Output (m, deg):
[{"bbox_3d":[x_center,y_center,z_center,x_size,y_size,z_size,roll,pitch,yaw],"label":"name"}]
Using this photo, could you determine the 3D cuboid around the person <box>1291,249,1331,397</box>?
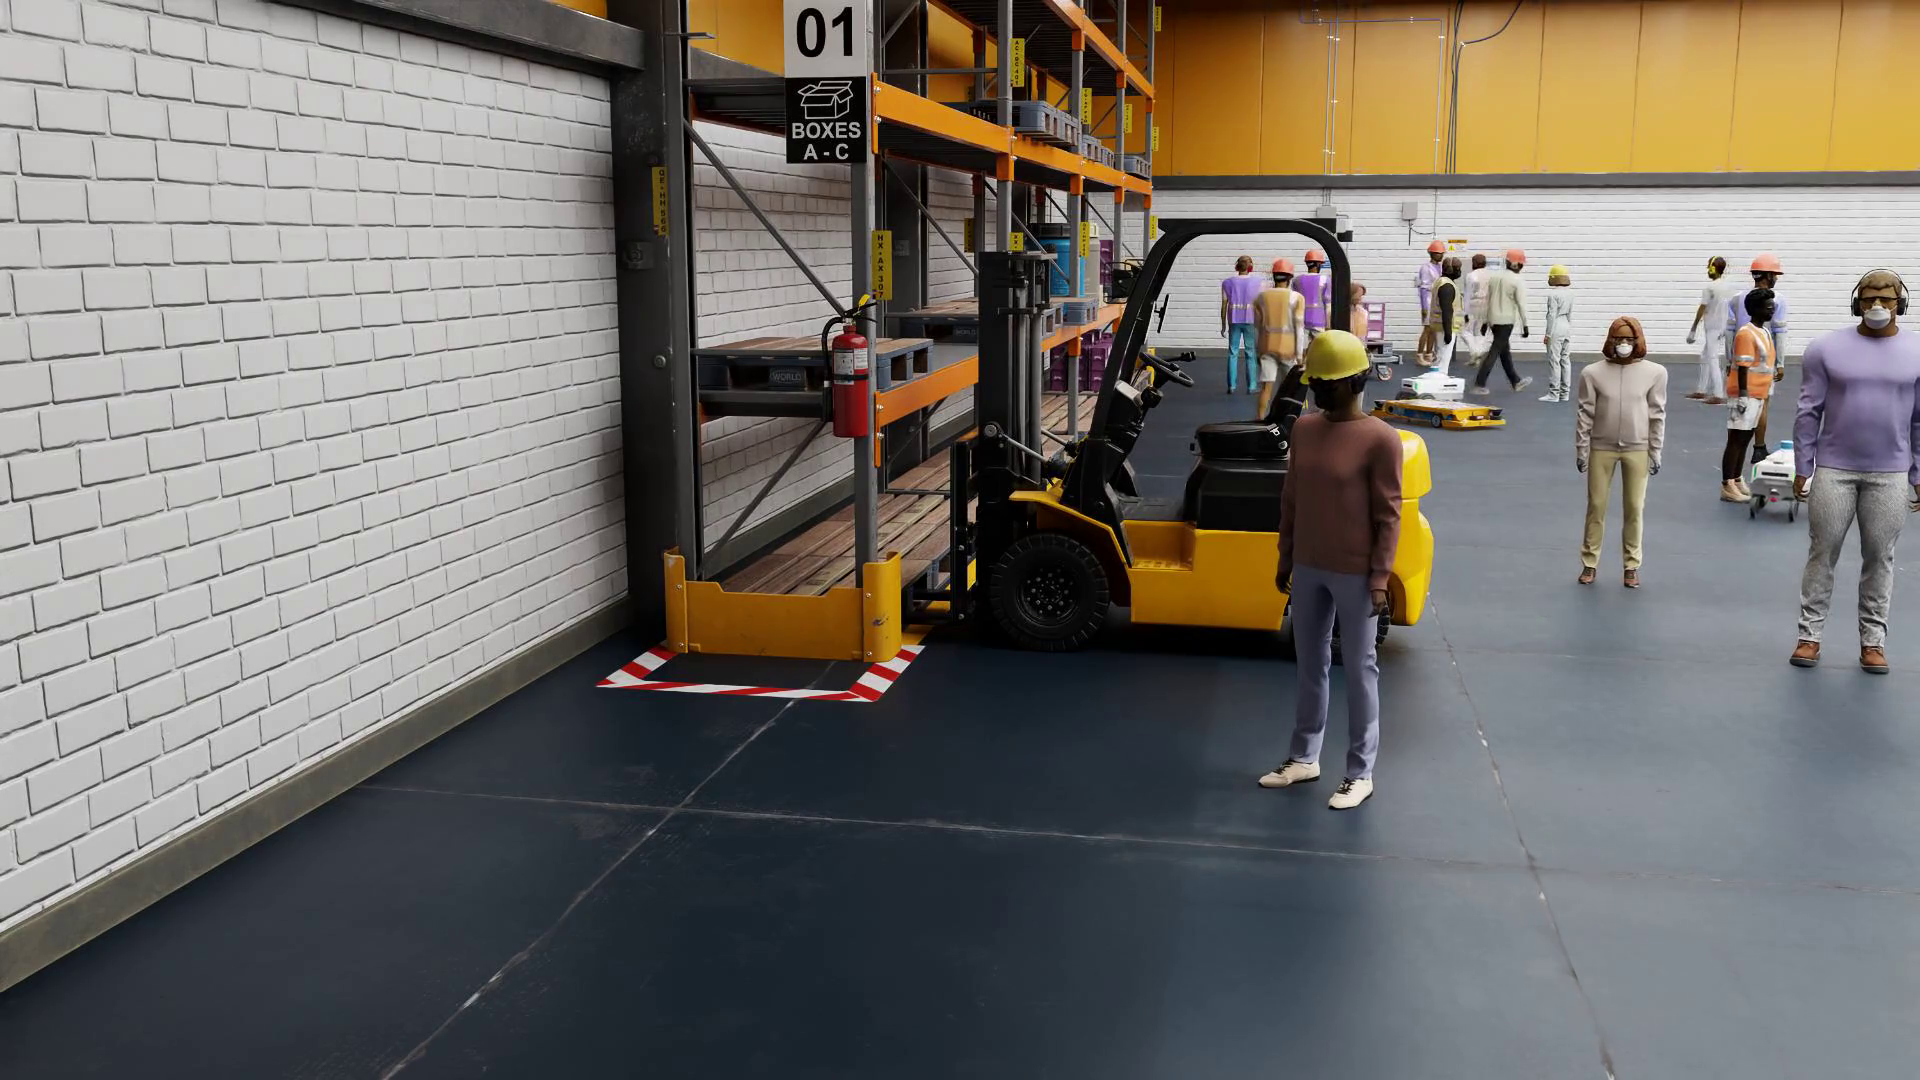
[{"bbox_3d":[4.602,-2.835,21.786,0.543,1.932,0.376,5,12,26],"label":"person"}]

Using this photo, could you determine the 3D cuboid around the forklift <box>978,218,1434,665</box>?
[{"bbox_3d":[1.285,-0.567,8.635,2.313,2.155,1.214,2,11,11],"label":"forklift"}]

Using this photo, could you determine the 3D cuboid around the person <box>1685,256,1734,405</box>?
[{"bbox_3d":[9.359,-2.625,20.900,0.516,1.845,0.775,-7,12,-33],"label":"person"}]

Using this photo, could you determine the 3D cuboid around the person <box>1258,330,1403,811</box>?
[{"bbox_3d":[1.369,0.109,6.126,0.327,1.760,0.524,-8,13,-37],"label":"person"}]

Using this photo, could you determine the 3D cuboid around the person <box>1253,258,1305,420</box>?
[{"bbox_3d":[3.251,-1.944,17.070,0.544,1.885,1.011,5,11,23],"label":"person"}]

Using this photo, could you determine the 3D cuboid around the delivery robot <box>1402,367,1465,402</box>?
[{"bbox_3d":[5.598,-1.807,19.669,0.707,0.478,0.477,-3,11,-17],"label":"delivery robot"}]

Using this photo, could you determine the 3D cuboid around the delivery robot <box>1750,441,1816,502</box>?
[{"bbox_3d":[6.219,-0.503,12.522,0.477,0.478,0.707,8,13,38],"label":"delivery robot"}]

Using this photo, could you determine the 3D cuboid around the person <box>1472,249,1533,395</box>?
[{"bbox_3d":[7.264,-2.886,22.070,1.047,1.922,0.637,-4,11,-23],"label":"person"}]

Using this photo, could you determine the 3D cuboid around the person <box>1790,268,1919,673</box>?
[{"bbox_3d":[4.354,-0.328,8.027,0.631,1.940,0.372,5,11,25],"label":"person"}]

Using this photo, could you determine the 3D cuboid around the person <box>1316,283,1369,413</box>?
[{"bbox_3d":[4.084,-1.925,17.661,0.527,1.612,0.718,-4,11,-22],"label":"person"}]

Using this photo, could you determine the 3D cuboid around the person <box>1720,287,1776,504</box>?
[{"bbox_3d":[6.247,-1.143,13.155,0.320,1.695,0.538,9,13,39],"label":"person"}]

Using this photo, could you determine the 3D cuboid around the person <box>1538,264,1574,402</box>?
[{"bbox_3d":[7.611,-2.637,21.223,0.492,1.740,0.325,-8,13,-37],"label":"person"}]

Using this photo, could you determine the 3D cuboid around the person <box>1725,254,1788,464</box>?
[{"bbox_3d":[7.379,-1.674,15.413,0.370,1.933,0.550,-8,13,-37],"label":"person"}]

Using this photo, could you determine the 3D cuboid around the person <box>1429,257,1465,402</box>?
[{"bbox_3d":[6.124,-2.632,20.928,0.429,1.839,0.634,2,10,9],"label":"person"}]

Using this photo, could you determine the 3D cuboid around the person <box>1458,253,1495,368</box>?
[{"bbox_3d":[8.249,-3.654,26.580,0.628,1.828,0.442,-4,11,-23],"label":"person"}]

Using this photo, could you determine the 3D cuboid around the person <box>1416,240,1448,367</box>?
[{"bbox_3d":[7.639,-3.804,26.836,0.415,2.033,0.609,10,14,44],"label":"person"}]

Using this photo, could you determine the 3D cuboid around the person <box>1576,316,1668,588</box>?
[{"bbox_3d":[3.947,-0.525,9.970,0.493,1.624,0.280,4,11,19],"label":"person"}]

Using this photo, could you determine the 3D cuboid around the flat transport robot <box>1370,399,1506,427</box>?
[{"bbox_3d":[5.346,-1.432,18.652,0.652,0.197,1.431,-6,12,-28],"label":"flat transport robot"}]

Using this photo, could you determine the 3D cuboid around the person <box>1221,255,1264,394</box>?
[{"bbox_3d":[3.746,-2.853,22.122,0.564,1.846,0.390,3,11,16],"label":"person"}]
